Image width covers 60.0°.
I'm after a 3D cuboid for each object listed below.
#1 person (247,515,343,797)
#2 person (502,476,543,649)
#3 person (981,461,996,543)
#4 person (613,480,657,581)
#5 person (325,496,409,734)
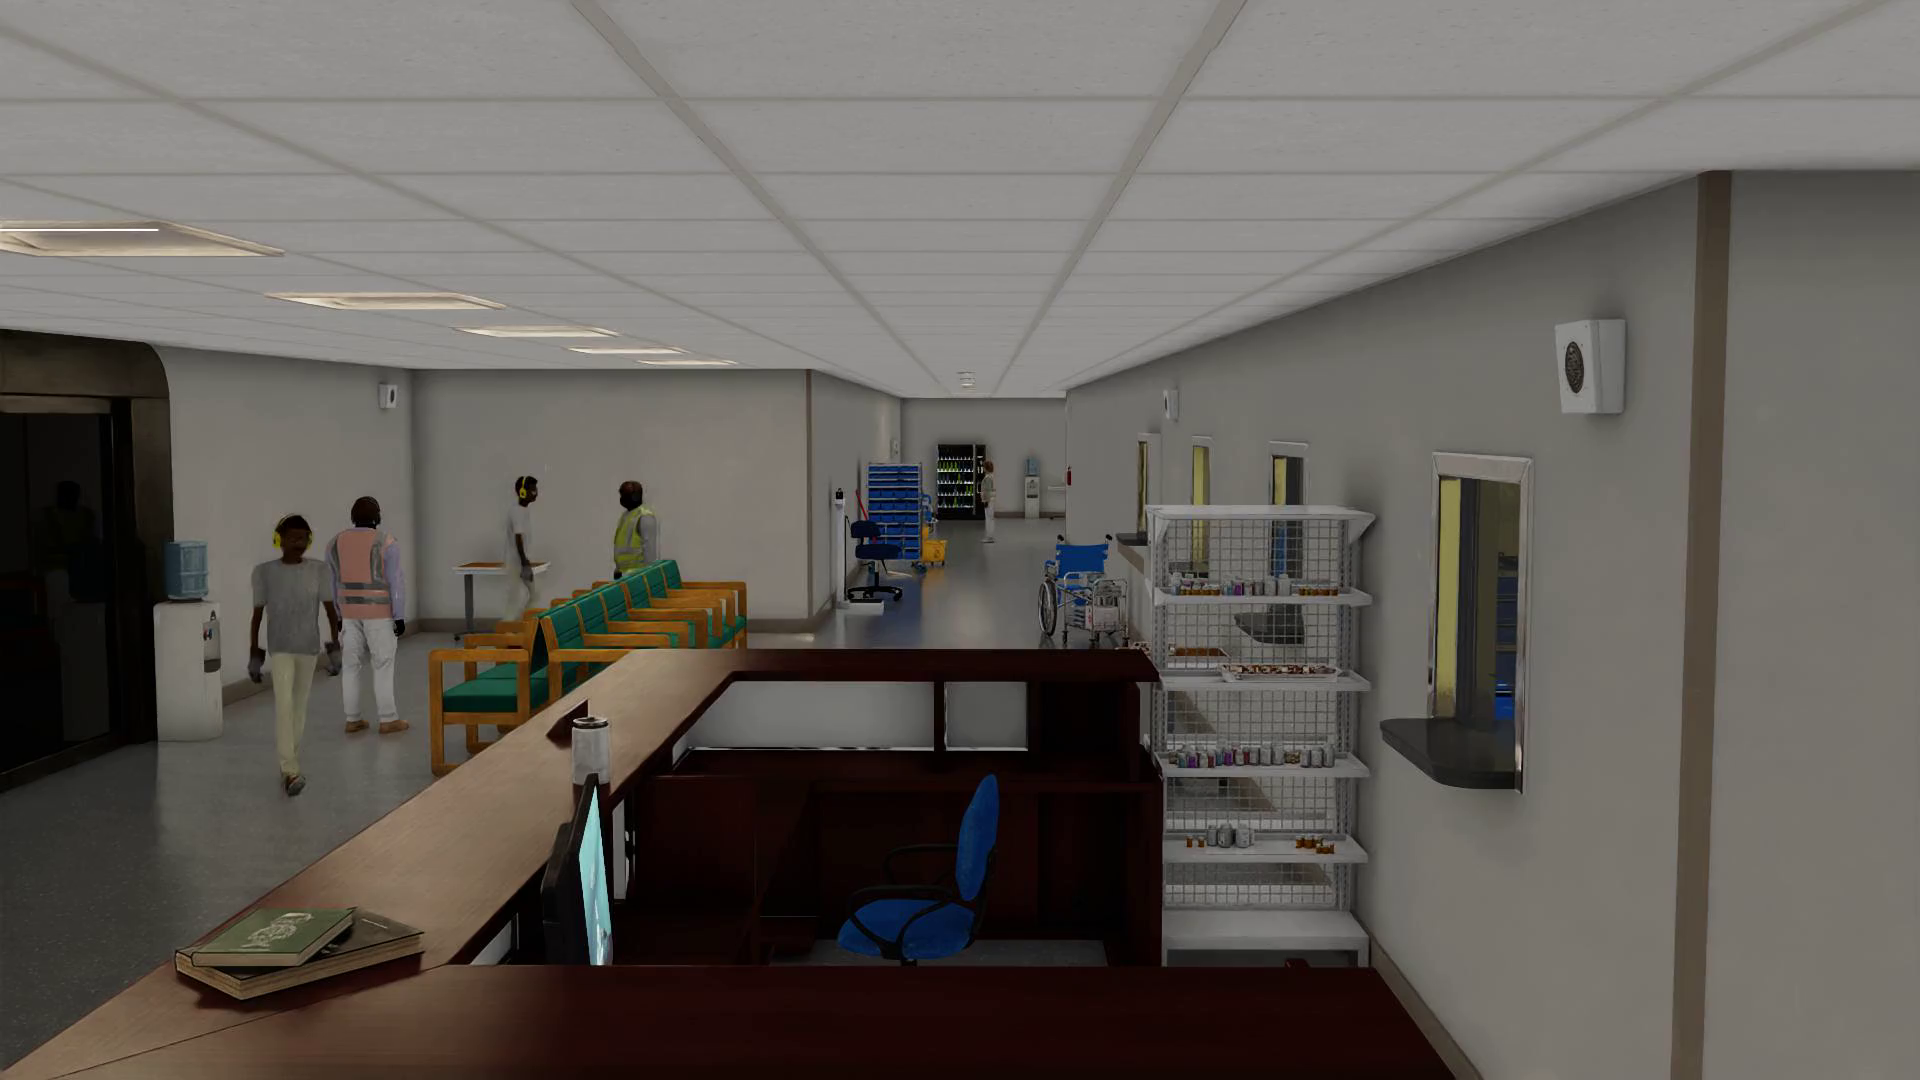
[{"bbox_3d":[-4.318,0.746,10.820,0.514,1.805,1.015,-3,5,-35],"label":"person"},{"bbox_3d":[-4.605,0.249,17.506,0.487,1.846,0.510,0,4,4],"label":"person"},{"bbox_3d":[0.564,-0.756,33.066,0.306,1.639,0.524,0,4,7],"label":"person"},{"bbox_3d":[-3.320,0.307,16.876,0.474,1.822,0.638,-2,5,-28],"label":"person"},{"bbox_3d":[-4.574,0.581,12.889,0.625,1.847,0.429,1,4,11],"label":"person"}]
